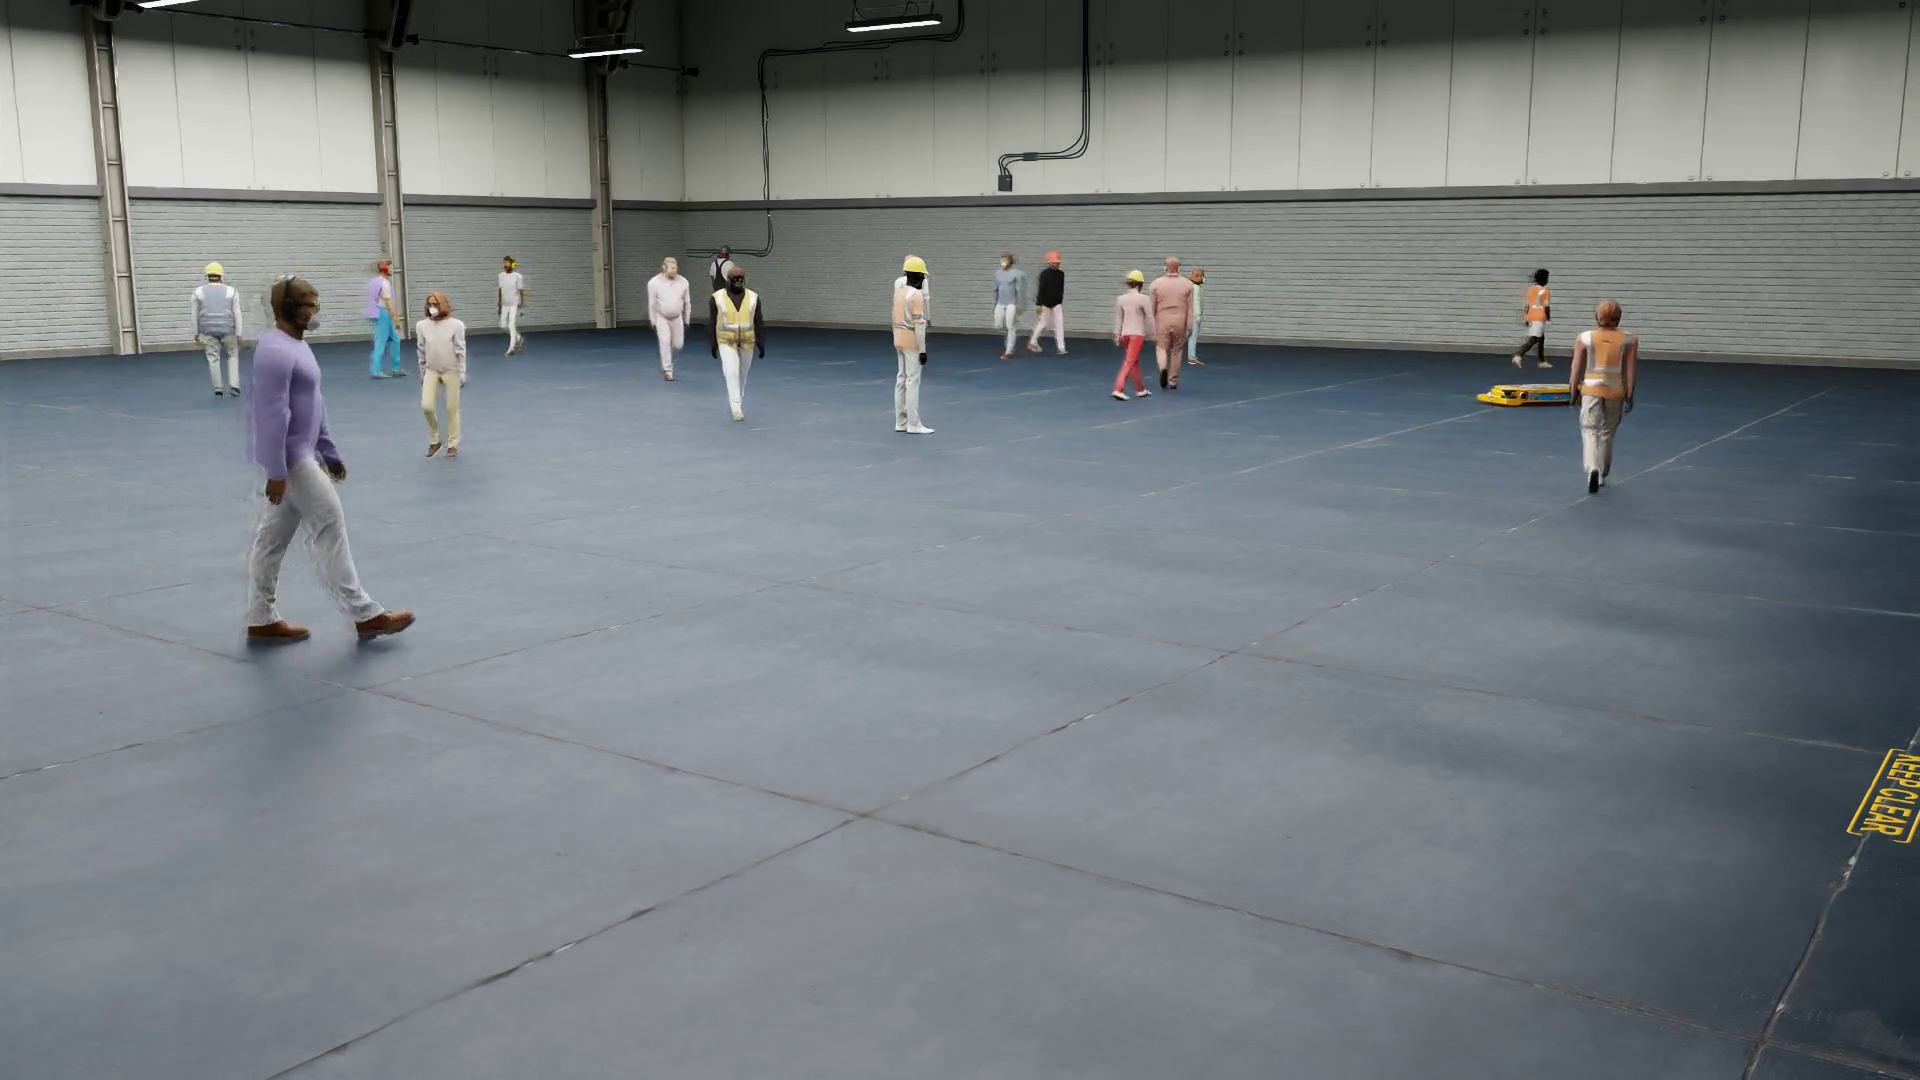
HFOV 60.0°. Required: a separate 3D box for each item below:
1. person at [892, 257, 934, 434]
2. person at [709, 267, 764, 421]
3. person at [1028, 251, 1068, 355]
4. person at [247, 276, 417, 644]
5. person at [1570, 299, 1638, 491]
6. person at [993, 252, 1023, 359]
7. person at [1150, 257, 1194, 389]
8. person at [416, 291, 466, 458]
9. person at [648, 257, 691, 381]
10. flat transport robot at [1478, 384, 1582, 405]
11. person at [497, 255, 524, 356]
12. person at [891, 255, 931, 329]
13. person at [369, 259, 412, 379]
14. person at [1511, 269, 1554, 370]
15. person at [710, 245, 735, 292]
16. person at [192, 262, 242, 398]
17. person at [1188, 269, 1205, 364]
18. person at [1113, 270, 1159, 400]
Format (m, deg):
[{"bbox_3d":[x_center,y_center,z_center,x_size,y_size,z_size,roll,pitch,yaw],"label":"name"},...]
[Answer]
[{"bbox_3d":[-0.529,-2.123,18.214,0.383,1.922,0.587,-5,11,-28],"label":"person"},{"bbox_3d":[-2.666,-2.345,19.813,0.627,1.803,0.951,-4,11,-20],"label":"person"},{"bbox_3d":[1.666,-4.465,31.293,0.670,1.945,0.951,-7,12,-33],"label":"person"},{"bbox_3d":[-3.306,-0.400,8.609,0.942,1.897,0.653,-3,11,-15],"label":"person"},{"bbox_3d":[5.417,-1.219,14.015,0.522,1.616,0.740,3,10,14],"label":"person"},{"bbox_3d":[0.867,-4.210,29.899,0.650,1.924,0.461,7,13,36],"label":"person"},{"bbox_3d":[2.997,-3.066,23.596,0.650,1.888,0.664,1,10,5],"label":"person"},{"bbox_3d":[-5.004,-1.586,16.063,0.502,1.618,0.438,0,10,1],"label":"person"},{"bbox_3d":[-4.424,-3.355,25.276,0.652,1.878,0.582,-5,11,-26],"label":"person"},{"bbox_3d":[7.526,-1.895,21.559,1.431,0.197,0.652,-3,10,-16],"label":"flat transport robot"},{"bbox_3d":[-8.356,-4.368,30.969,0.528,1.858,0.608,4,11,21],"label":"person"},{"bbox_3d":[-0.782,-3.584,26.507,0.581,1.889,0.998,-3,11,-18],"label":"person"},{"bbox_3d":[-8.752,-3.390,25.562,0.769,1.822,0.563,-5,11,-27],"label":"person"},{"bbox_3d":[9.471,-3.635,27.424,0.826,1.667,0.540,-2,10,-11],"label":"person"},{"bbox_3d":[-5.365,-5.754,38.221,0.675,2.000,0.537,6,12,32],"label":"person"},{"bbox_3d":[-9.964,-2.809,22.333,0.615,1.821,0.445,-4,11,-20],"label":"person"},{"bbox_3d":[4.090,-3.859,28.741,0.273,1.632,0.507,0,10,1],"label":"person"},{"bbox_3d":[2.306,-2.724,22.163,0.917,1.722,0.536,-9,13,-40],"label":"person"}]
